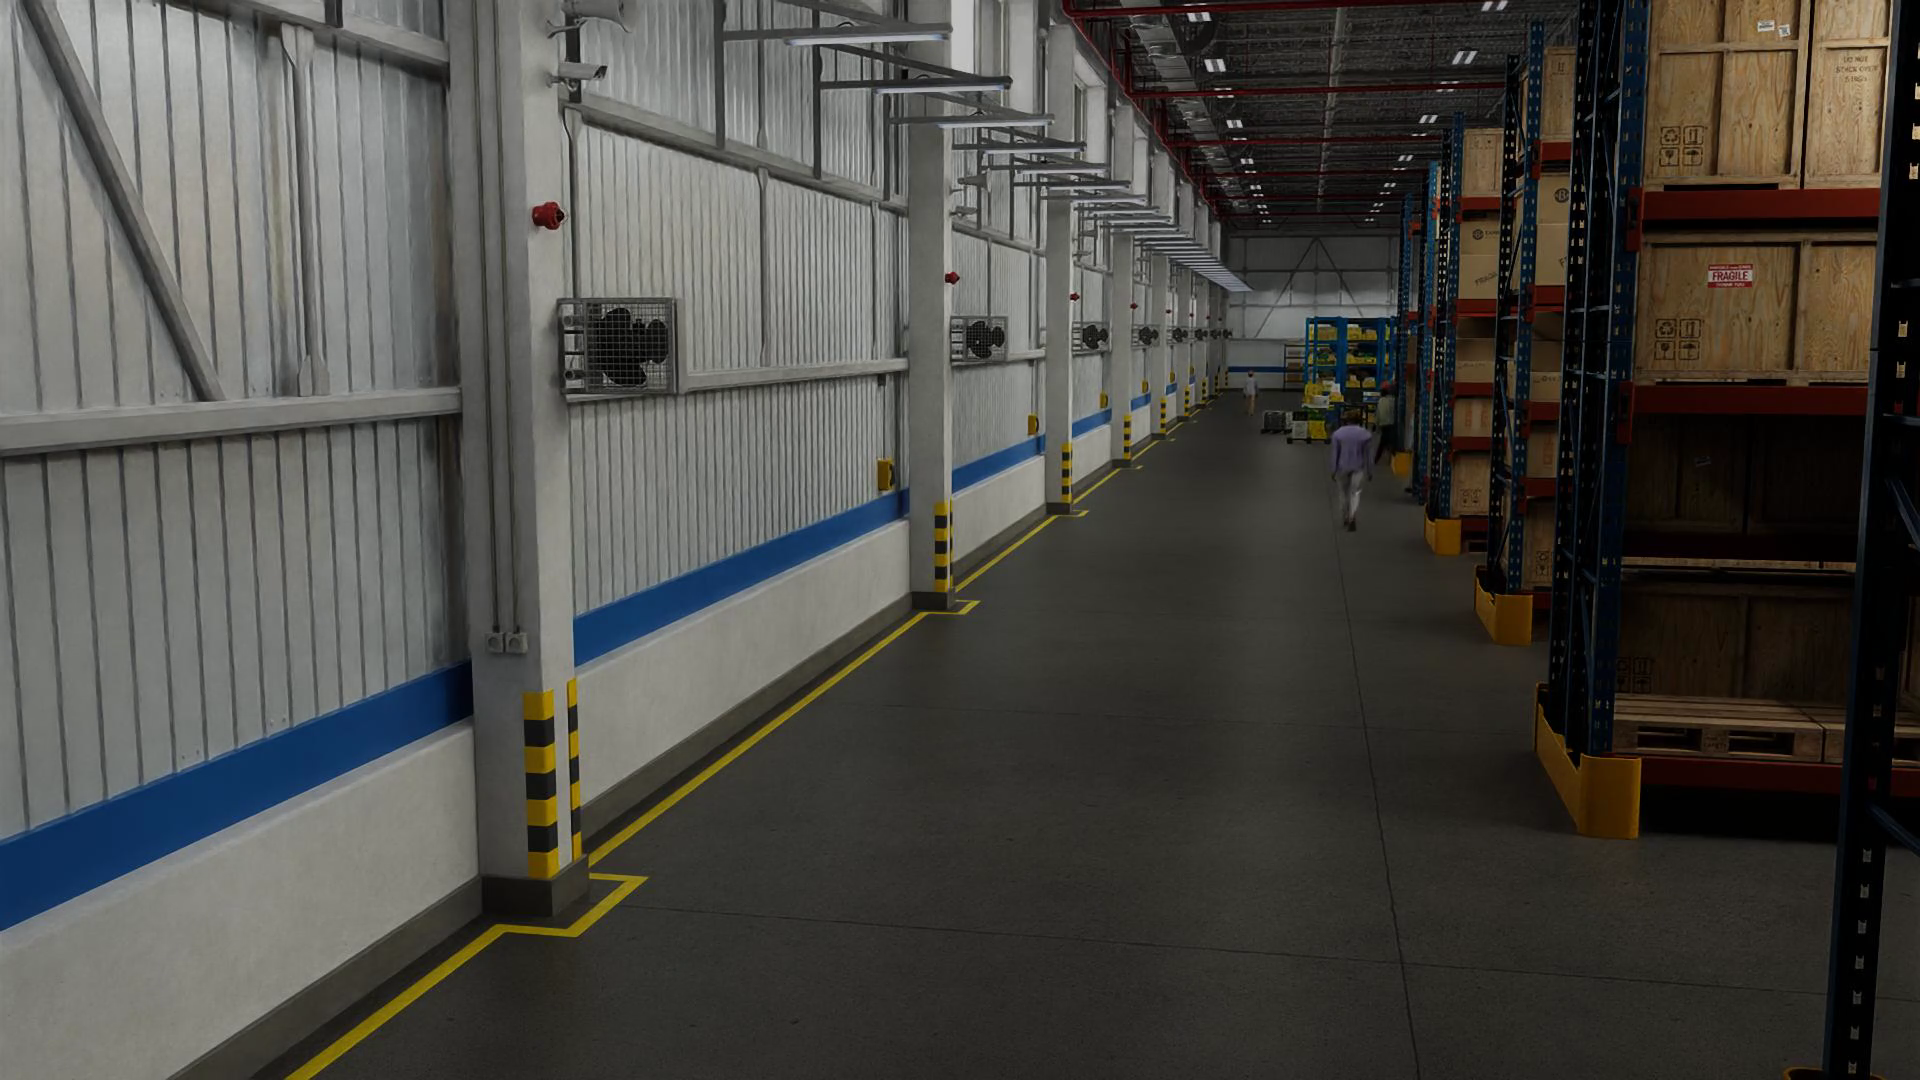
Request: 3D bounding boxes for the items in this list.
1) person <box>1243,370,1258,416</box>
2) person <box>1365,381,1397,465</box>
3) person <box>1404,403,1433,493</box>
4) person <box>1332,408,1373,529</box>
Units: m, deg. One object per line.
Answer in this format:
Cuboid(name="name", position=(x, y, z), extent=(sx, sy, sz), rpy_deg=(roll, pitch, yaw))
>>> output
Cuboid(name="person", position=(10.743, -5.427, 61.511), extent=(0.557, 1.708, 0.861), rpy_deg=(1, 7, 6))
Cuboid(name="person", position=(9.754, -2.692, 38.572), extent=(0.965, 1.953, 0.646), rpy_deg=(-2, 7, -18))
Cuboid(name="person", position=(8.955, -1.781, 32.094), extent=(0.905, 1.771, 0.610), rpy_deg=(-2, 8, -19))
Cuboid(name="person", position=(6.165, -1.114, 26.182), extent=(0.637, 1.916, 0.848), rpy_deg=(2, 7, 18))
